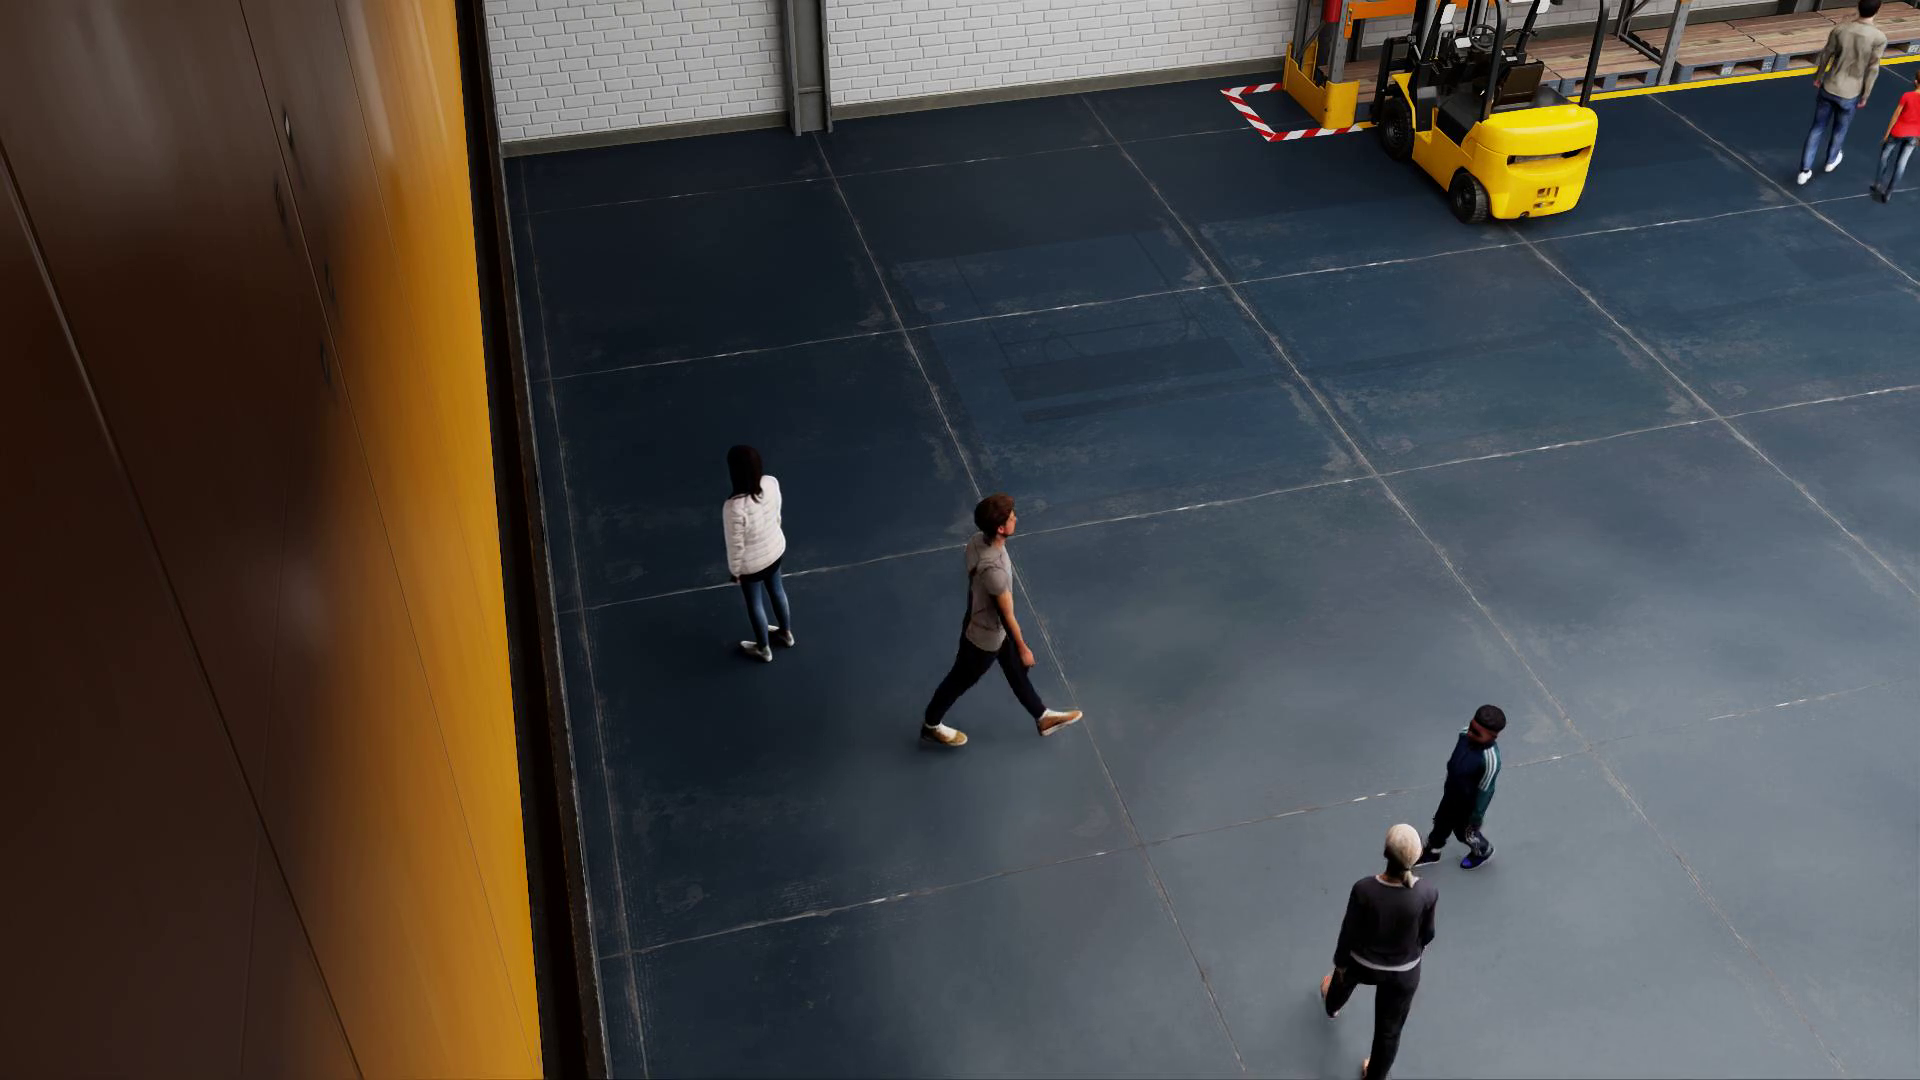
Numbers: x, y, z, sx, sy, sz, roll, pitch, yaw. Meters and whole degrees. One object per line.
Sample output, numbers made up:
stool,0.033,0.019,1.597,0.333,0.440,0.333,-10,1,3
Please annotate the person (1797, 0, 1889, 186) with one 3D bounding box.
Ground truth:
person,8.414,-4.285,15.964,1.027,1.836,1.134,28,47,31

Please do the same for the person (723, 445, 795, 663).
person,-1.295,0.077,10.665,0.765,1.633,0.678,26,45,29

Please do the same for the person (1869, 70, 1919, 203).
person,9.000,-3.830,15.826,0.630,1.296,0.690,11,40,14

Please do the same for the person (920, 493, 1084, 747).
person,0.066,0.562,9.900,1.318,1.828,0.918,2,39,2

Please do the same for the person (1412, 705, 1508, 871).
person,2.882,1.401,9.311,0.708,1.254,0.506,-9,40,-11

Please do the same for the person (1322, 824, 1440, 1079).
person,2.063,2.103,8.078,0.996,1.696,0.932,7,39,8
